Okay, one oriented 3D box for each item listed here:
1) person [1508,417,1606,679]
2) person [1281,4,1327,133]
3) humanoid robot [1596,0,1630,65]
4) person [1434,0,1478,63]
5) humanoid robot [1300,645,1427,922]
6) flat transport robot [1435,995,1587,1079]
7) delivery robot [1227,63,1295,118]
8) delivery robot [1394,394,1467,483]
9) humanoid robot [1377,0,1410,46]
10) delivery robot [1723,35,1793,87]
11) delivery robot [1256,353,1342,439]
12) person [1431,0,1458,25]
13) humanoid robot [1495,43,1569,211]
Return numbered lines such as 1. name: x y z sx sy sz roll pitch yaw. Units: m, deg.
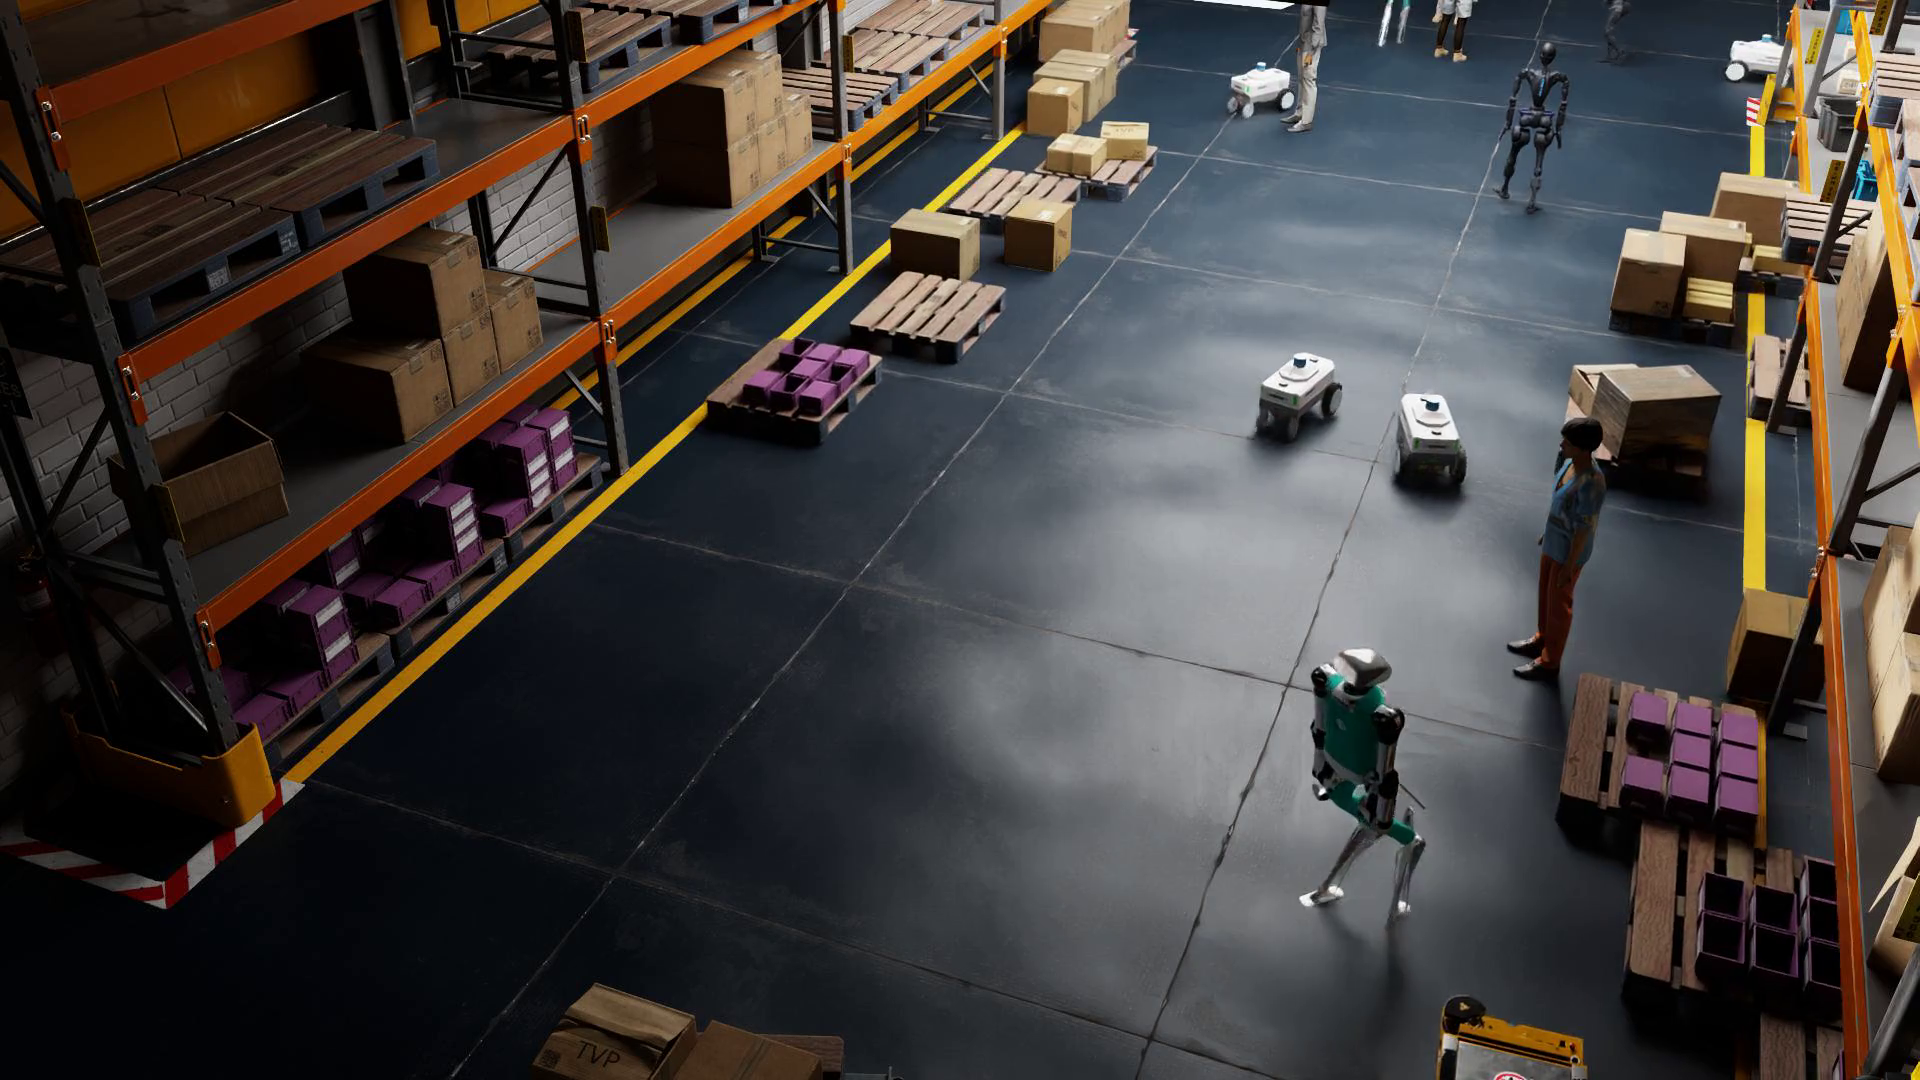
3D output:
1. person: 3.668 0.044 10.153 0.339 1.759 0.499 2 33 3
2. person: 3.925 -5.545 18.670 0.395 1.902 0.533 -1 33 -1
3. humanoid robot: 8.276 -6.781 20.786 0.375 1.644 0.603 4 33 5
4. person: 6.291 -6.903 20.967 0.320 1.693 0.535 -24 40 -32
5. humanoid robot: 2.118 1.212 8.382 0.813 1.788 0.538 -20 38 -28
6. flat transport robot: 2.441 2.688 7.431 0.659 0.231 1.431 10 34 15
7. delivery robot: 3.529 -5.300 19.528 0.792 0.592 0.499 -20 38 -28
8. delivery robot: 3.532 -0.781 12.551 0.499 0.611 0.804 2 33 3
9. humanoid robot: 5.730 -7.292 21.597 0.537 1.865 0.682 18 37 26
10. delivery robot: 9.841 -5.914 20.492 0.801 0.607 0.499 16 36 23
11. delivery robot: 2.679 -1.195 13.184 0.499 0.601 0.783 22 39 30
12. person: 6.703 -7.842 22.336 0.471 1.778 0.310 15 36 22
13. humanoid robot: 5.793 -4.183 16.791 0.616 1.636 0.616 7 33 10
